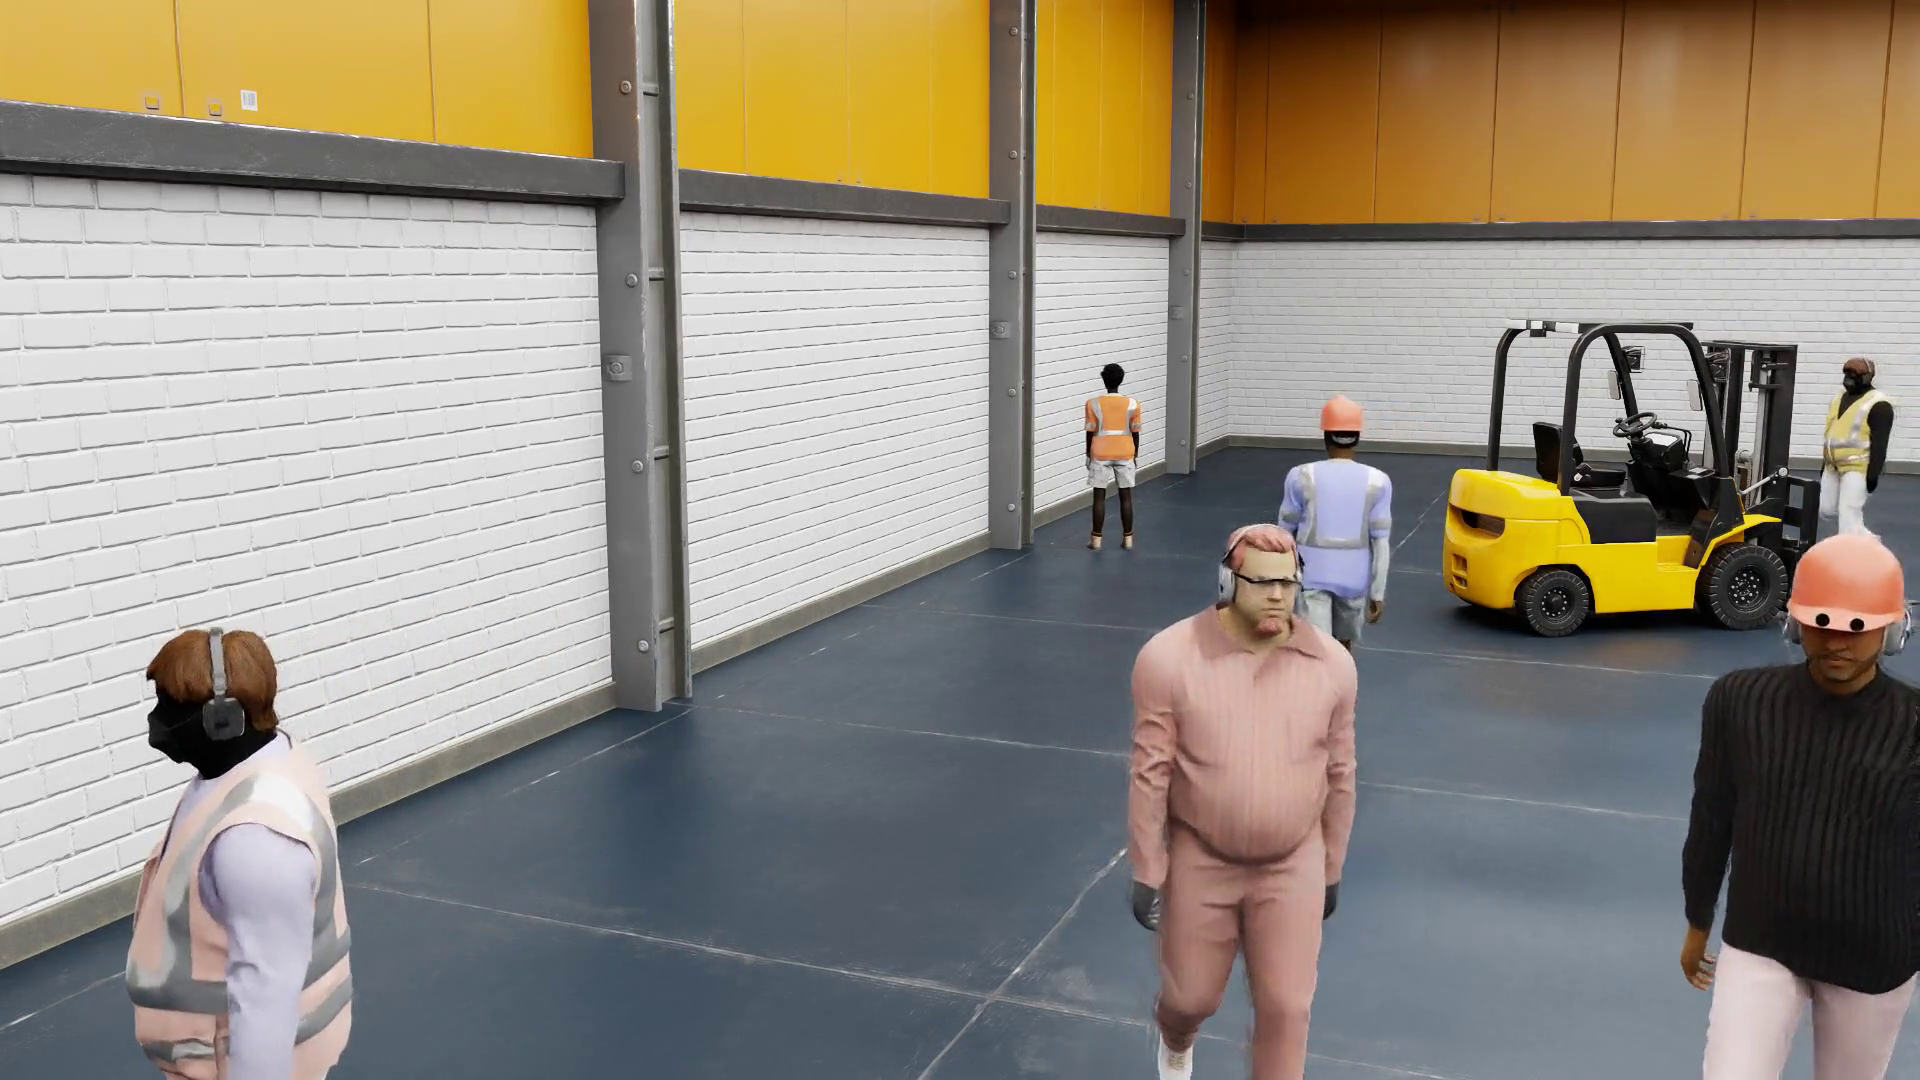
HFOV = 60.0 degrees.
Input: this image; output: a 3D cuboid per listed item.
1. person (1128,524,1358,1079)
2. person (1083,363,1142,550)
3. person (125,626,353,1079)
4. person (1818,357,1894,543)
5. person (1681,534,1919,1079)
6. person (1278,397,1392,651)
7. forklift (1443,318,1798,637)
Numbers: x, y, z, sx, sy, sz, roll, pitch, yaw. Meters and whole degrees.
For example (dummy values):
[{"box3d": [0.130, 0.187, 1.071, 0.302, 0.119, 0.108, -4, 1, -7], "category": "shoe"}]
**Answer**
[{"box3d": [0.781, 0.868, 4.661, 0.650, 1.882, 0.748, 0, 9, -1], "category": "person"}, {"box3d": [1.379, -0.751, 15.056, 0.530, 1.691, 0.321, -1, 9, -5], "category": "person"}, {"box3d": [-1.502, 1.080, 3.506, 0.429, 1.843, 0.635, -4, 10, -25], "category": "person"}, {"box3d": [7.374, -0.595, 13.685, 0.573, 1.828, 0.644, -1, 9, -9], "category": "person"}, {"box3d": [1.928, 0.970, 3.766, 0.653, 1.961, 0.859, 7, 12, 36], "category": "person"}, {"box3d": [1.945, 0.202, 8.712, 0.561, 1.885, 1.019, 1, 9, 3], "category": "person"}, {"box3d": [4.706, -0.497, 11.990, 2.313, 2.155, 1.214, -2, 10, -10], "category": "forklift"}]
